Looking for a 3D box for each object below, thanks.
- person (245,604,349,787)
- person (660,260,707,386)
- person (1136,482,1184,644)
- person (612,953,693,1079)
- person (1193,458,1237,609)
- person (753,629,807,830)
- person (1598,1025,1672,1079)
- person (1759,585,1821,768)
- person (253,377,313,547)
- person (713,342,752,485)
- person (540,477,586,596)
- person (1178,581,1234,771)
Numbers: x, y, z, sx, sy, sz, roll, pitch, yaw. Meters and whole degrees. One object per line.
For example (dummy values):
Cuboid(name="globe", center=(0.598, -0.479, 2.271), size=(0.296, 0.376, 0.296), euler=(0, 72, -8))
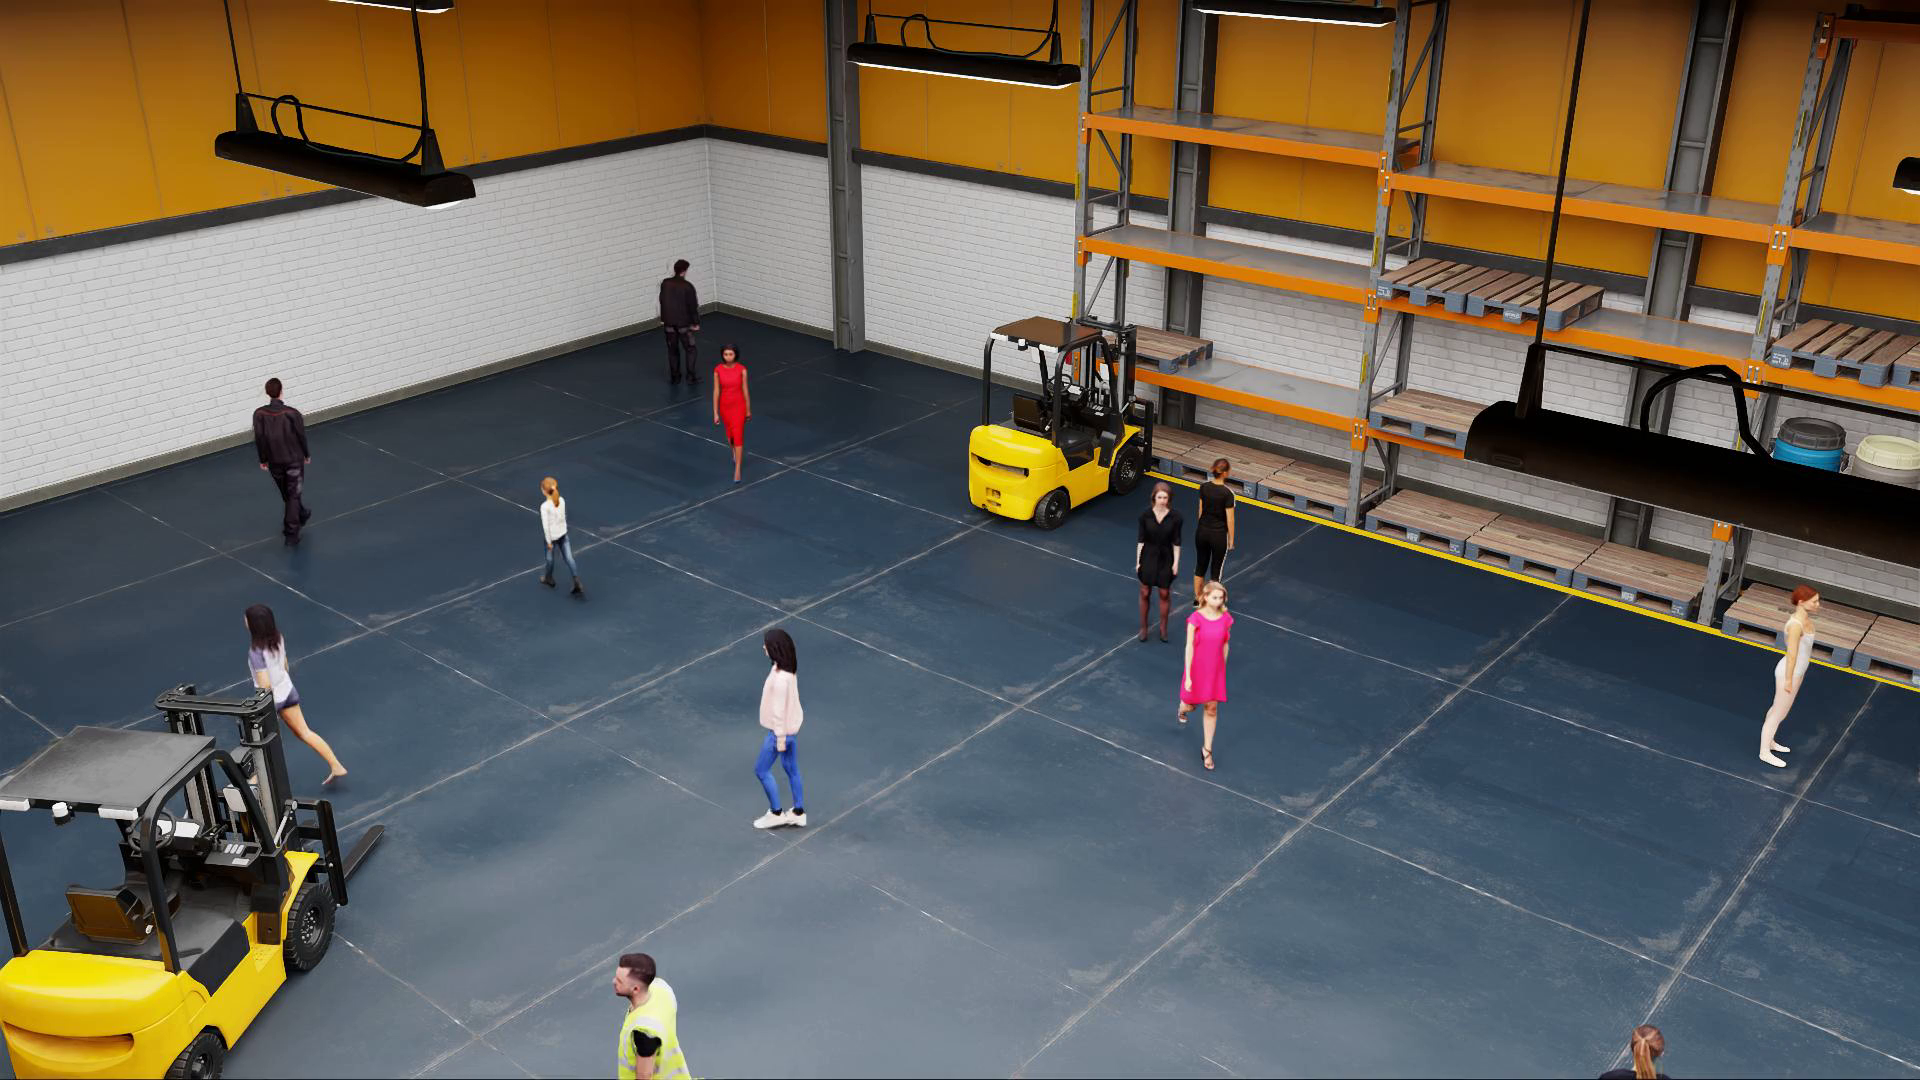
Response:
Cuboid(name="person", center=(-5.591, 1.339, 13.813), size=(1.227, 1.690, 0.992), euler=(4, 24, 9))
Cuboid(name="person", center=(-4.058, -3.117, 23.843), size=(0.830, 1.822, 0.980), euler=(-1, 24, -3))
Cuboid(name="person", center=(1.947, 0.215, 16.374), size=(0.602, 1.700, 0.719), euler=(4, 24, 9))
Cuboid(name="person", center=(-1.690, 3.136, 9.528), size=(0.911, 1.832, 0.850), euler=(-2, 24, -6))
Cuboid(name="person", center=(2.586, -0.051, 17.023), size=(0.469, 1.667, 0.651), euler=(20, 31, 39))
Cuboid(name="person", center=(-1.326, 1.531, 13.294), size=(0.834, 1.755, 0.807), euler=(3, 24, 7))
Cuboid(name="person", center=(3.674, 3.382, 9.149), size=(0.646, 1.683, 0.772), euler=(6, 24, 13))
Cuboid(name="person", center=(7.144, 1.142, 14.323), size=(0.510, 1.644, 0.577), euler=(14, 27, 29))
Cuboid(name="person", center=(-7.542, -0.836, 18.564), size=(1.239, 1.872, 1.243), euler=(0, 24, -1))
Cuboid(name="person", center=(-2.804, -1.609, 20.553), size=(1.098, 1.695, 1.106), euler=(0, 24, -1))
Cuboid(name="person", center=(-4.170, -0.013, 17.415), size=(0.947, 1.284, 0.516), euler=(21, 31, 40))
Cuboid(name="person", center=(2.073, 1.102, 14.342), size=(0.937, 1.701, 1.018), euler=(-3, 24, -8))
